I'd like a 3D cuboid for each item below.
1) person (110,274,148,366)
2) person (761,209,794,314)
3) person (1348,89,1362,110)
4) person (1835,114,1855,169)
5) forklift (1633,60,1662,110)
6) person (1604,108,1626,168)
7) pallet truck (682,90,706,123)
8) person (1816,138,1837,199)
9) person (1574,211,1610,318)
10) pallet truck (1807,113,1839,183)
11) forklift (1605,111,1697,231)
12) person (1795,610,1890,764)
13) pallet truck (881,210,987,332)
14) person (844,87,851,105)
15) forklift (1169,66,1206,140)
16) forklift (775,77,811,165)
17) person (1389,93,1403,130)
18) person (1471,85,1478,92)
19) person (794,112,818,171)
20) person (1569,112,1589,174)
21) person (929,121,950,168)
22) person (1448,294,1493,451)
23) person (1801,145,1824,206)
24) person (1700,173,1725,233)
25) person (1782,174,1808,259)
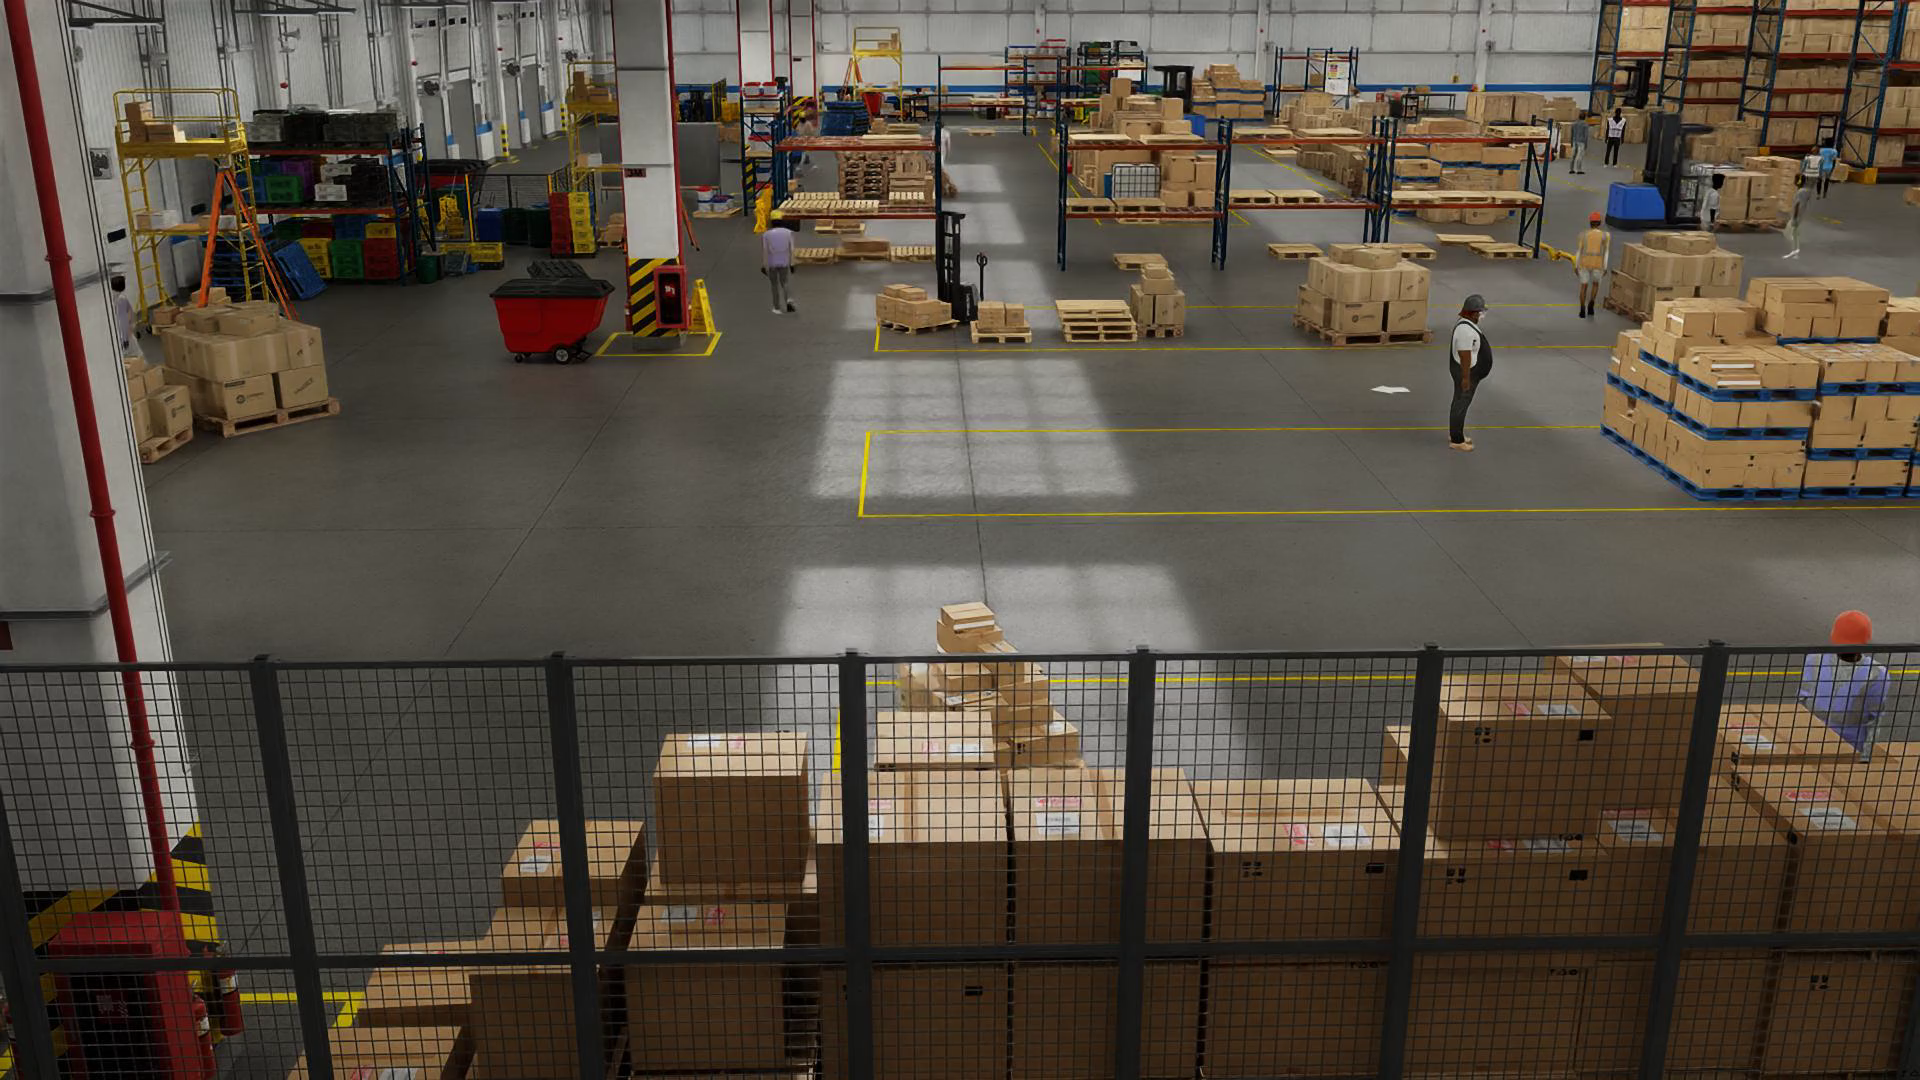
[{"bbox_3d":[-12.290,-3.048,24.561,0.645,1.801,0.902,12,22,33],"label":"person"},{"bbox_3d":[-3.335,-5.080,30.427,0.594,1.911,0.453,-8,20,-24],"label":"person"},{"bbox_3d":[15.175,-16.418,64.105,0.625,1.909,0.983,-6,20,-18],"label":"person"},{"bbox_3d":[28.654,-12.943,54.021,0.947,1.829,0.640,4,19,12],"label":"person"},{"bbox_3d":[27.085,-17.638,66.194,1.873,2.768,1.129,-1,19,-2],"label":"forklift"},{"bbox_3d":[21.368,-13.122,54.283,0.589,1.919,0.393,5,19,15],"label":"person"},{"bbox_3d":[-9.671,-15.907,62.421,0.823,1.965,1.885,5,19,15],"label":"pallet truck"},{"bbox_3d":[24.301,-10.452,46.747,0.537,1.650,0.862,9,20,24],"label":"person"},{"bbox_3d":[11.464,-5.012,30.219,0.565,1.916,0.510,7,20,20],"label":"person"},{"bbox_3d":[26.403,-11.957,50.702,0.823,1.965,1.885,6,19,16],"label":"pallet truck"},{"bbox_3d":[17.028,-9.031,40.662,1.873,2.768,1.129,-1,19,-2],"label":"forklift"},{"bbox_3d":[5.901,1.371,11.266,0.543,1.931,0.371,17,25,41],"label":"person"},{"bbox_3d":[-0.493,-4.759,29.349,1.885,1.965,0.823,-13,23,-34],"label":"pallet truck"},{"bbox_3d":[-4.621,-17.684,68.157,0.315,1.696,0.540,-7,20,-19],"label":"person"},{"bbox_3d":[8.249,-16.284,62.179,1.129,2.768,1.873,-12,22,-32],"label":"forklift"},{"bbox_3d":[-5.920,-13.893,55.085,1.873,2.768,1.129,-1,19,-1],"label":"forklift"},{"bbox_3d":[16.003,-15.469,61.207,0.643,1.938,1.026,-5,19,-14],"label":"person"},{"bbox_3d":[20.317,-17.091,66.083,0.529,1.900,0.590,15,24,38],"label":"person"},{"bbox_3d":[-4.965,-12.817,53.489,0.581,1.863,1.076,17,25,41],"label":"person"},{"bbox_3d":[19.536,-12.526,52.484,0.373,1.940,0.629,-13,23,-34],"label":"person"},{"bbox_3d":[-0.624,-11.613,49.843,0.637,1.886,0.999,-1,19,-3],"label":"person"},{"bbox_3d":[6.648,-2.195,21.677,0.538,2.000,0.690,5,19,14],"label":"person"},{"bbox_3d":[23.043,-9.844,44.994,0.533,1.625,0.461,5,19,15],"label":"person"},{"bbox_3d":[16.141,-6.905,35.790,0.386,1.959,0.598,4,19,11],"label":"person"},{"bbox_3d":[18.365,-7.104,36.539,0.511,1.853,0.394,-17,25,-40],"label":"person"}]
